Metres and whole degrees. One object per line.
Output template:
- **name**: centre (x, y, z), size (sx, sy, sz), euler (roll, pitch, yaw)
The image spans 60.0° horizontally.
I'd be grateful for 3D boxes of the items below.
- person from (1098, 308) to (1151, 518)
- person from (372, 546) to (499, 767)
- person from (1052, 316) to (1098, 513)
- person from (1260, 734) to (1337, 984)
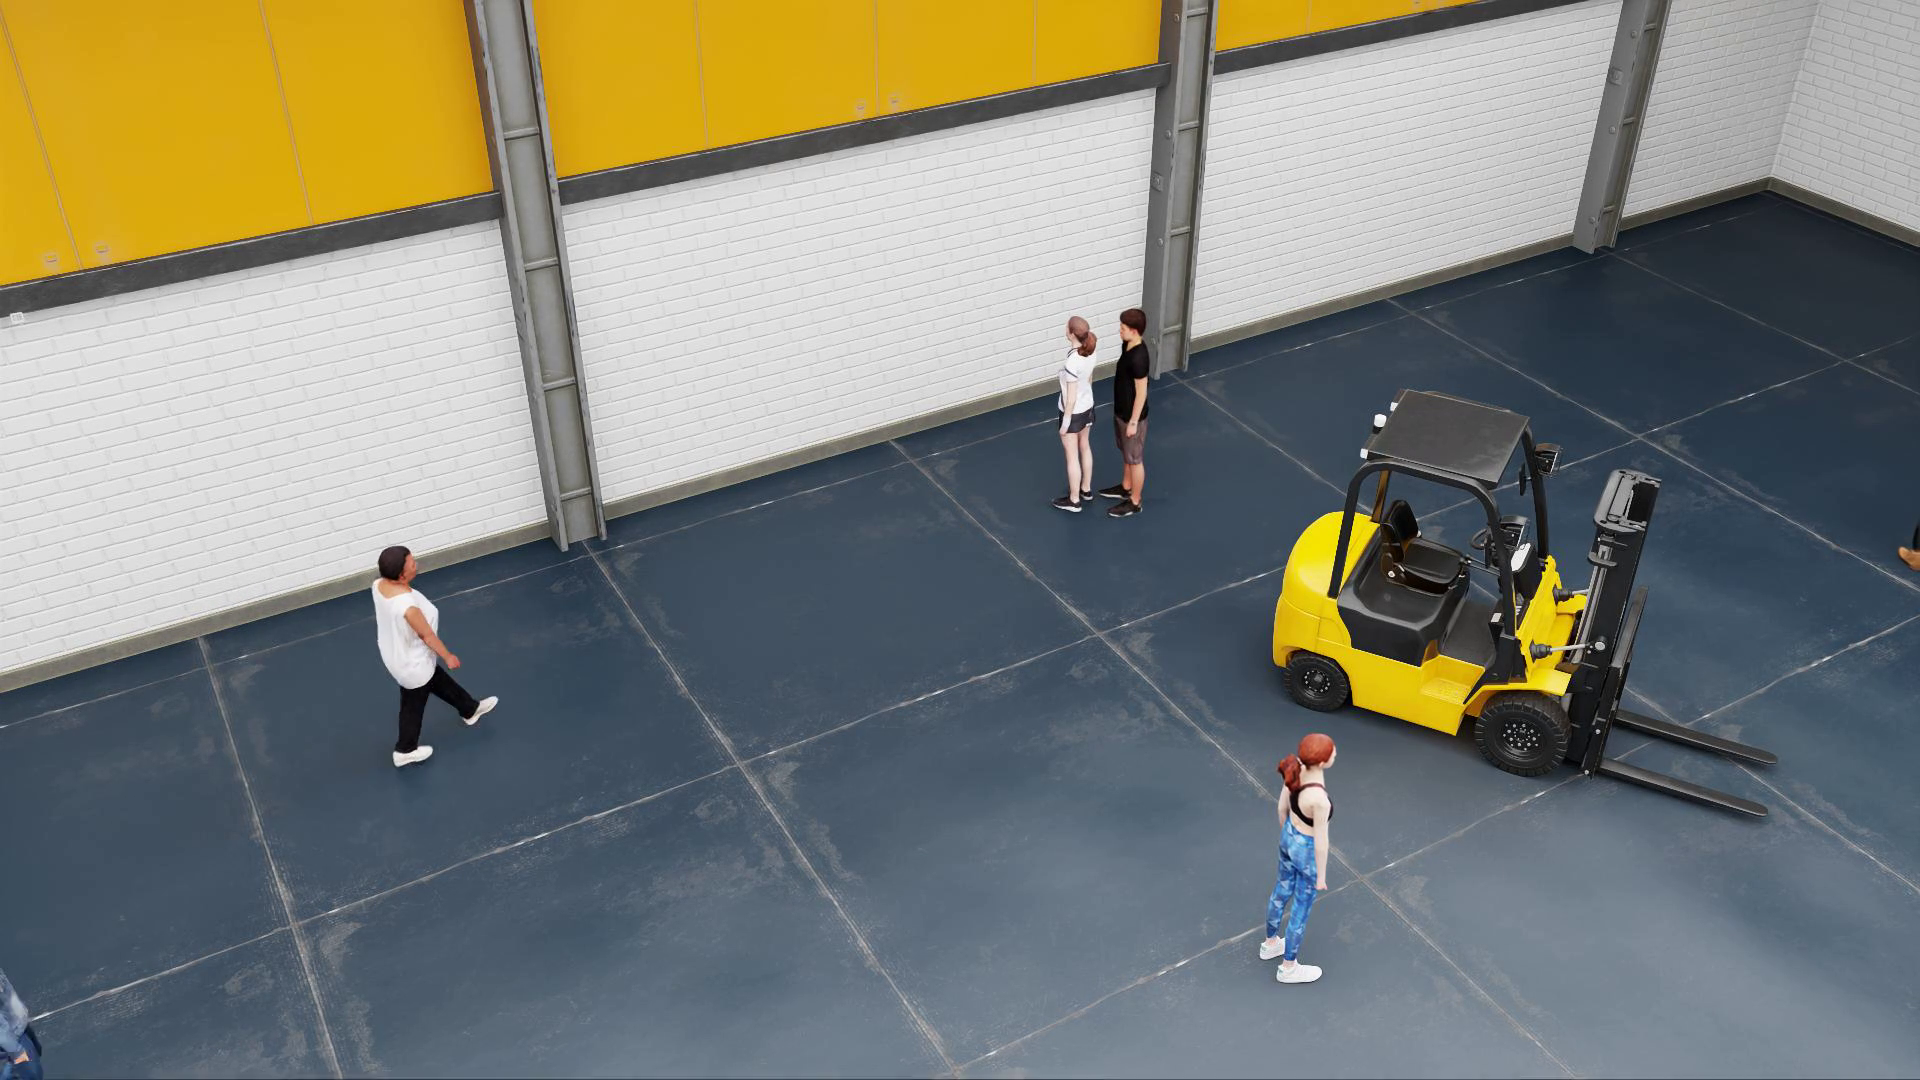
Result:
- **person**: centre (1.427, -1.074, 13.814), size (0.715, 1.861, 0.760), euler (-4, 34, -6)
- **person**: centre (-3.726, 0.812, 11.168), size (1.059, 1.650, 0.695), euler (-21, 39, -29)
- **person**: centre (0.975, -1.059, 13.891), size (0.702, 1.750, 0.596), euler (21, 39, 28)
- **person**: centre (1.961, 1.809, 9.545), size (0.613, 1.785, 0.605), euler (-12, 36, -18)
